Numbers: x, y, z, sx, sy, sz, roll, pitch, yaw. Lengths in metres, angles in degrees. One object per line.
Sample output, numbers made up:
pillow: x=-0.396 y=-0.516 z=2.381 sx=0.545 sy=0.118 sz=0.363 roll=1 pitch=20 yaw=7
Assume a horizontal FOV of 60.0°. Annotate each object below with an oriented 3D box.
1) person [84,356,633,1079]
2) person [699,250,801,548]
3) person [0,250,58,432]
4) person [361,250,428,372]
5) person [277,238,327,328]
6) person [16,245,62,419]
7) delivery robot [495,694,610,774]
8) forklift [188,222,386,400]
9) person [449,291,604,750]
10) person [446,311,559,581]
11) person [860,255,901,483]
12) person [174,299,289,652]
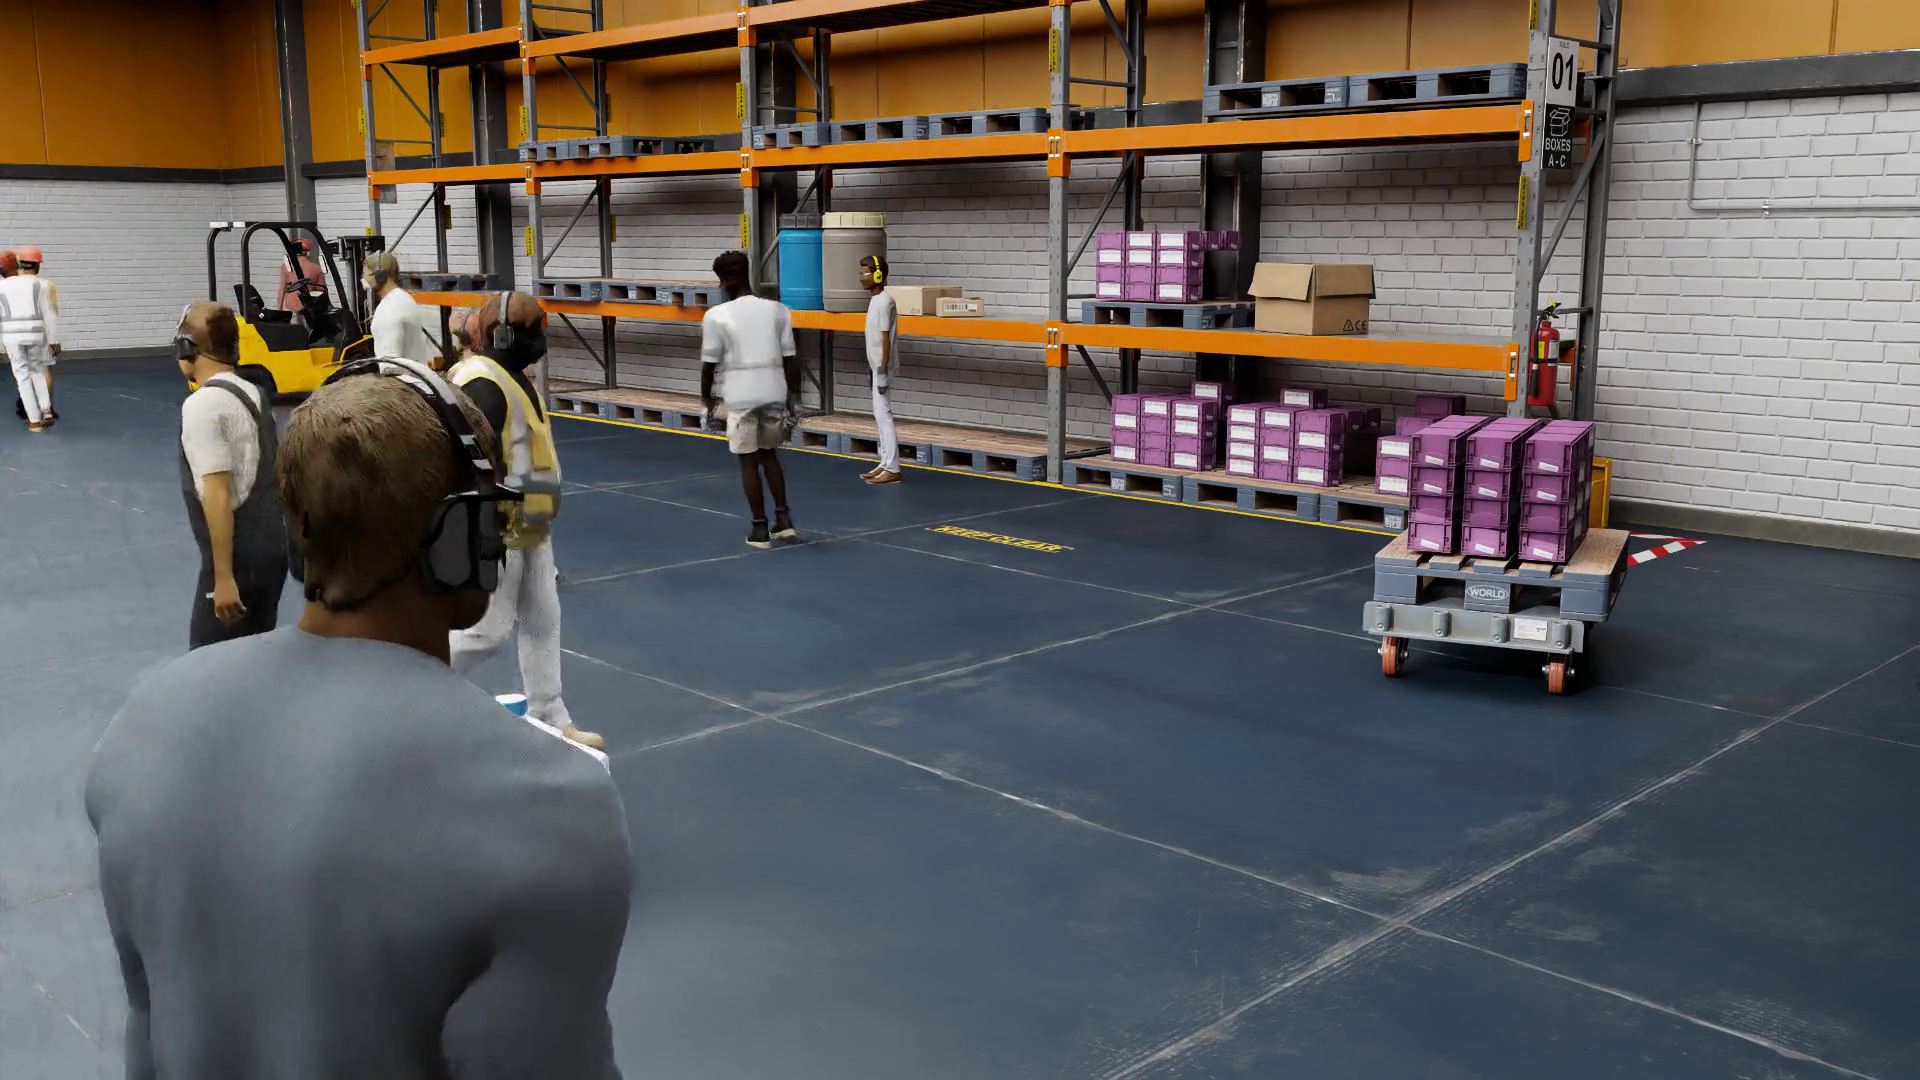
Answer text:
person: x=-0.626 y=0.791 z=1.587 sx=0.639 sy=1.916 sz=0.793 roll=4 pitch=11 yaw=20
person: x=-1.371 y=-0.910 z=10.817 sx=0.625 sy=1.926 sz=0.485 roll=-6 pitch=12 yaw=-29
person: x=-9.666 y=-2.040 z=17.146 sx=0.616 sy=1.864 sz=0.429 roll=-10 pitch=14 yaw=-43
person: x=-3.739 y=-0.964 z=11.115 sx=0.432 sy=1.920 sz=0.647 roll=-2 pitch=11 yaw=-13
person: x=-9.524 y=-3.367 z=24.099 sx=0.663 sy=1.970 sz=0.830 roll=-2 pitch=11 yaw=-13
person: x=-10.046 y=-2.224 z=18.014 sx=0.555 sy=1.917 sz=0.656 roll=-2 pitch=11 yaw=-9
delivery robot: x=-1.430 y=0.738 z=5.320 sx=0.707 sy=0.478 sz=0.477 roll=10 pitch=15 yaw=44
forklift: x=-8.169 y=-2.758 z=20.163 sx=2.313 sy=2.155 sz=1.214 roll=-10 pitch=14 yaw=-44
person: x=-1.833 y=-0.043 z=6.385 sx=0.773 sy=1.820 sz=0.626 roll=1 pitch=10 yaw=3
person: x=-2.690 y=-0.502 z=9.484 sx=0.861 sy=1.600 sz=0.506 roll=5 pitch=12 yaw=26
person: x=-0.660 y=-1.393 z=13.648 sx=0.318 sy=1.860 sz=0.512 roll=-2 pitch=11 yaw=-11
person: x=-2.471 y=0.087 z=5.715 sx=0.457 sy=1.803 sz=0.563 roll=0 pitch=10 yaw=1
